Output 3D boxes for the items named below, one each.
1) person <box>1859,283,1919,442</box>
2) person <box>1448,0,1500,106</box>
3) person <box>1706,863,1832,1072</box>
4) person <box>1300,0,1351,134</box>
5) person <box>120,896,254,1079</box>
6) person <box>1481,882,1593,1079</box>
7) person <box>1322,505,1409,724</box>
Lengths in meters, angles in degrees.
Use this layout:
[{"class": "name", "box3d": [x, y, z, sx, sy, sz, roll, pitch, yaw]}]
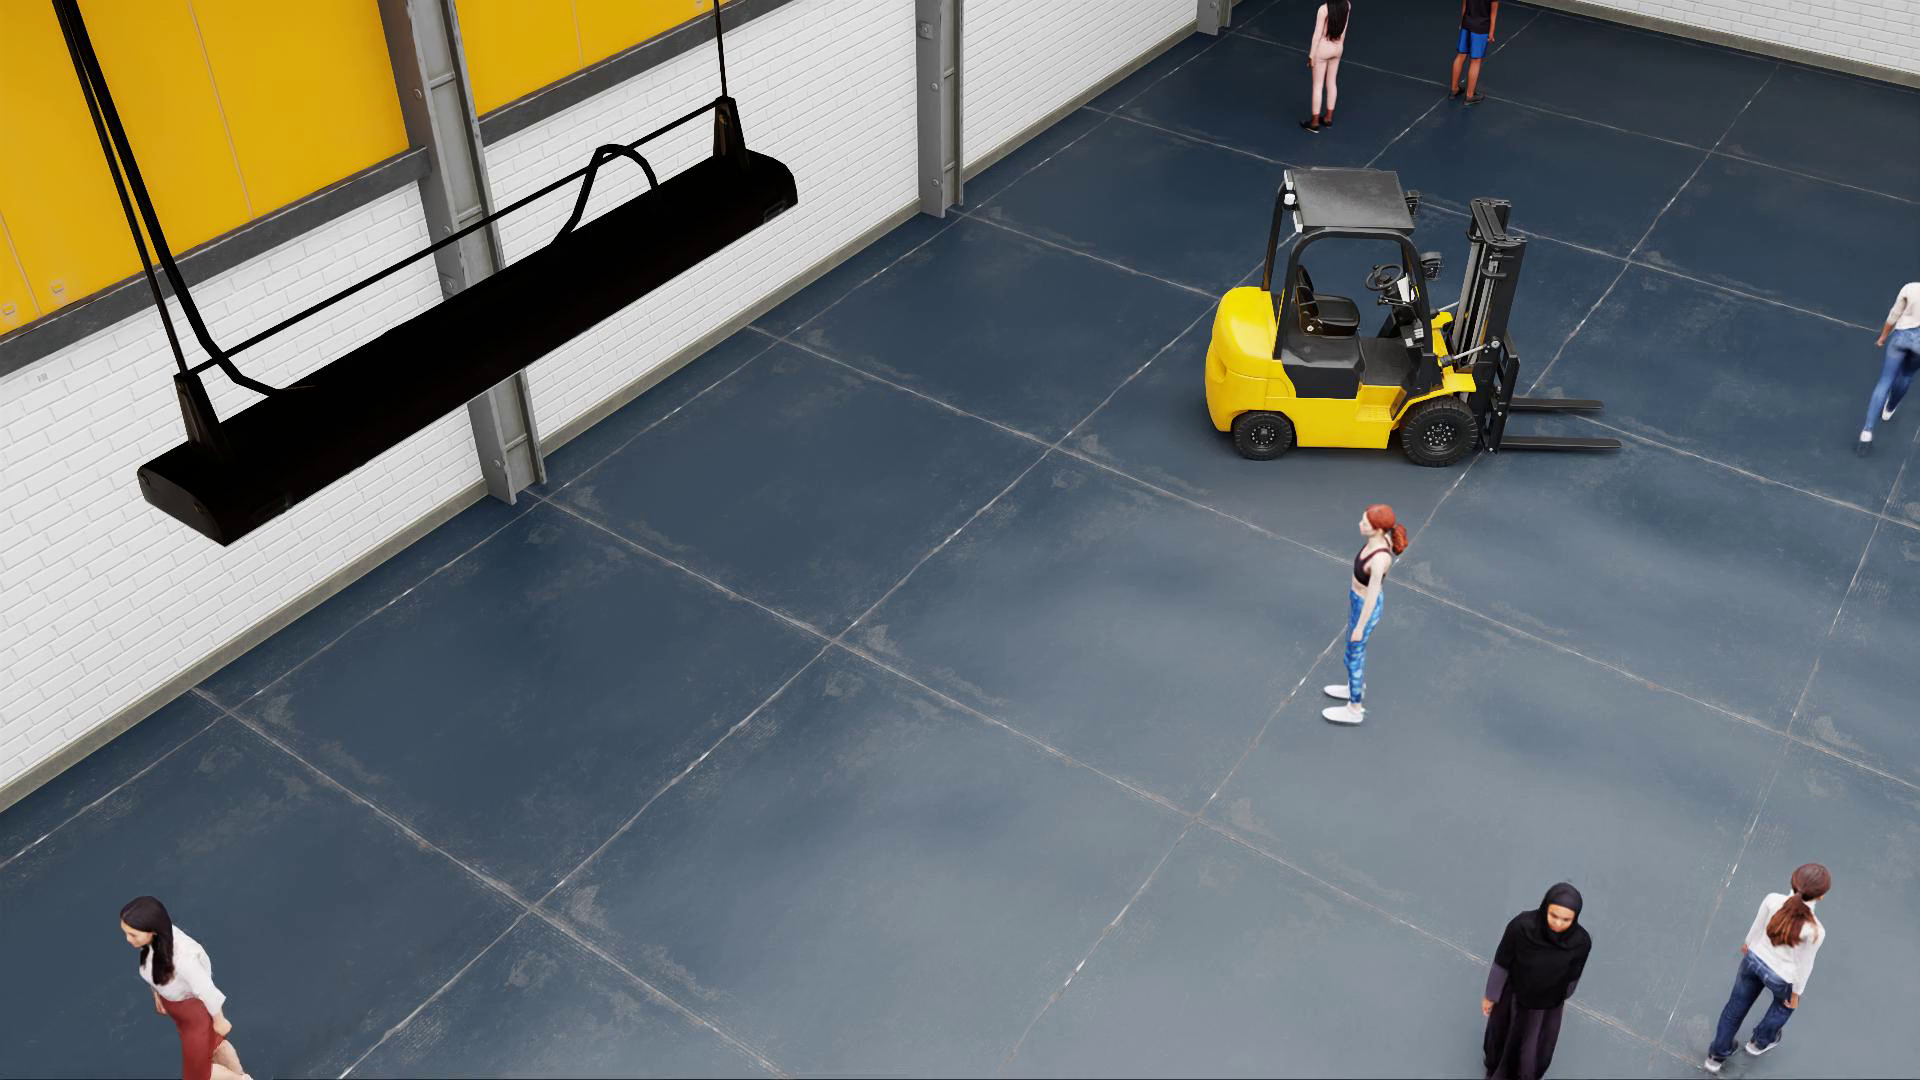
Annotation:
[{"class": "person", "box3d": [7.800, -1.550, 13.702, 0.638, 1.684, 1.100, 22, 43, 25]}, {"class": "person", "box3d": [5.917, -5.906, 19.066, 0.650, 1.797, 0.676, -26, 46, -29]}, {"class": "person", "box3d": [4.311, 2.352, 8.940, 0.826, 1.530, 0.684, -25, 45, -28]}, {"class": "person", "box3d": [4.093, -5.412, 18.511, 0.582, 1.718, 0.740, -23, 44, -26]}, {"class": "person", "box3d": [-3.928, 2.419, 8.689, 0.626, 1.739, 0.595, 25, 45, 28]}, {"class": "person", "box3d": [3.054, 2.348, 8.880, 0.679, 1.612, 0.840, 16, 41, 19]}, {"class": "person", "box3d": [2.688, 0.495, 11.067, 0.717, 1.777, 0.616, 6, 39, 8]}]
